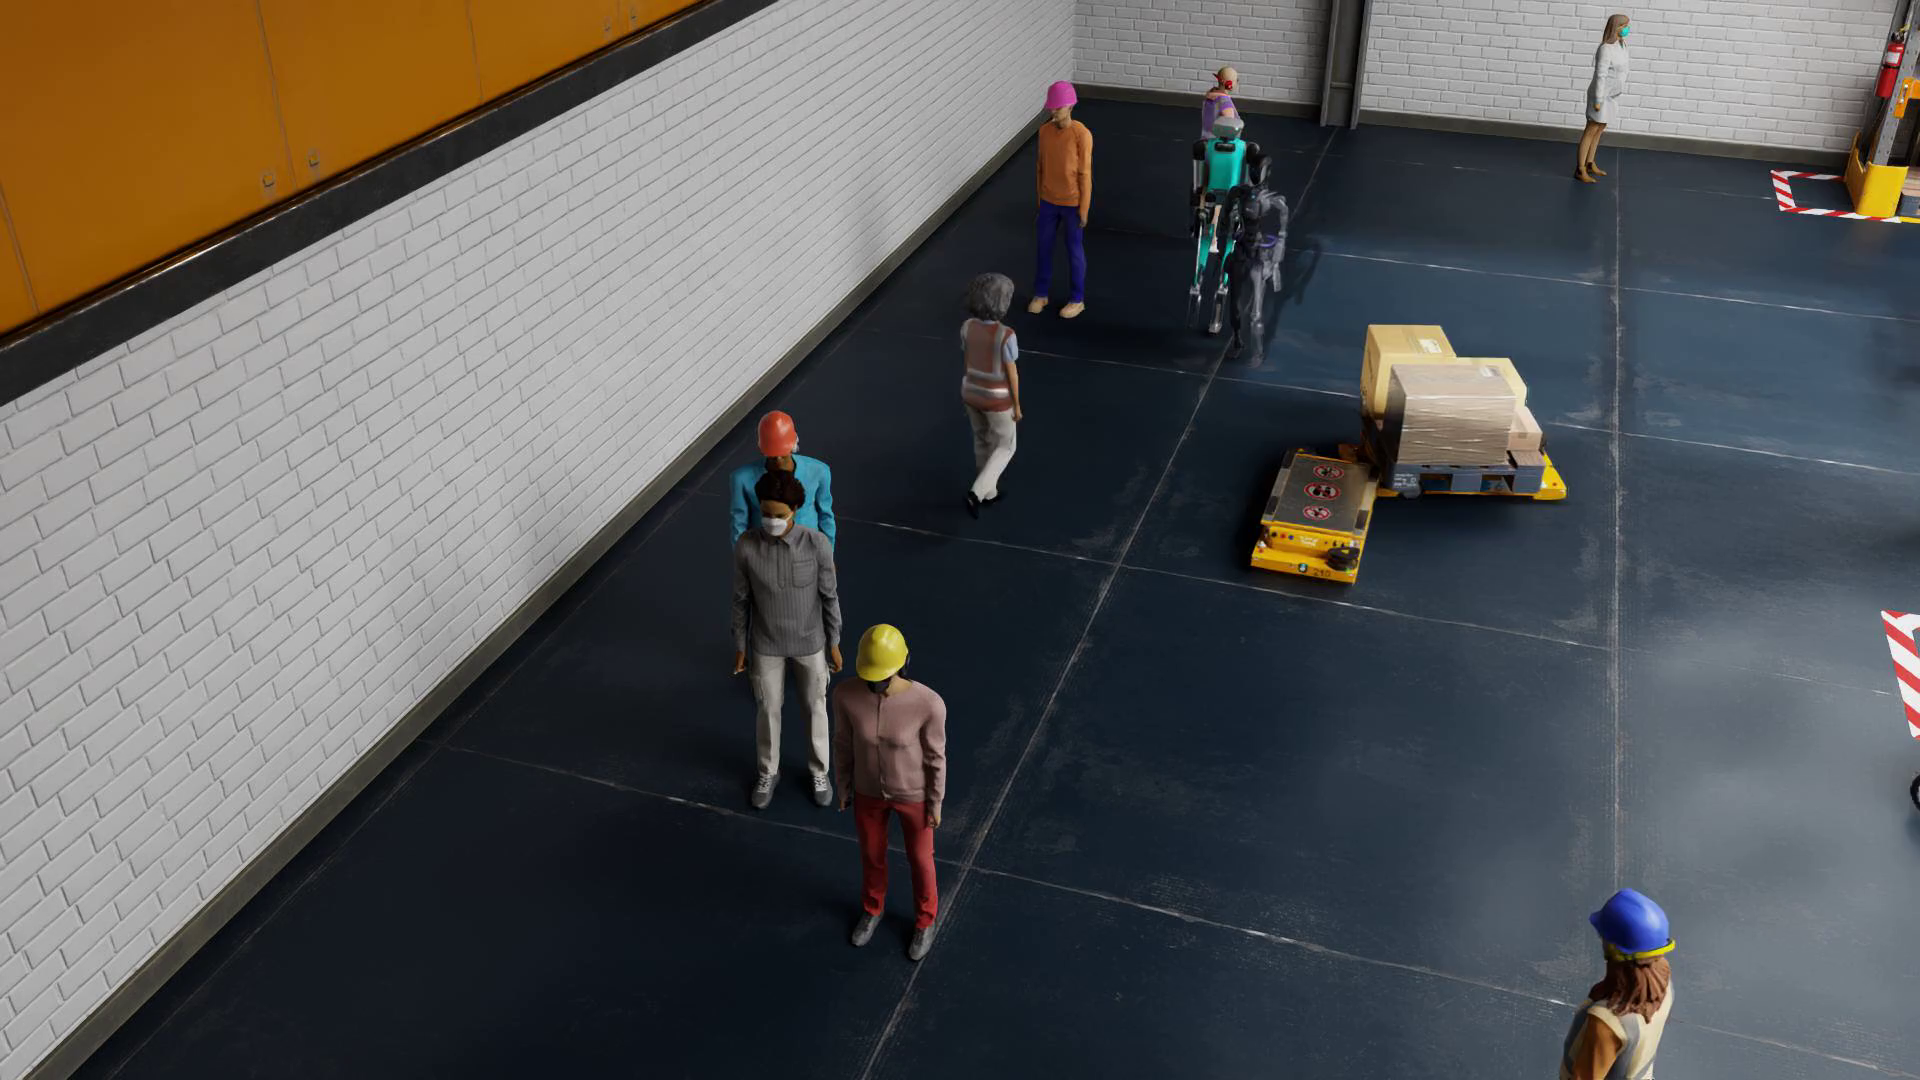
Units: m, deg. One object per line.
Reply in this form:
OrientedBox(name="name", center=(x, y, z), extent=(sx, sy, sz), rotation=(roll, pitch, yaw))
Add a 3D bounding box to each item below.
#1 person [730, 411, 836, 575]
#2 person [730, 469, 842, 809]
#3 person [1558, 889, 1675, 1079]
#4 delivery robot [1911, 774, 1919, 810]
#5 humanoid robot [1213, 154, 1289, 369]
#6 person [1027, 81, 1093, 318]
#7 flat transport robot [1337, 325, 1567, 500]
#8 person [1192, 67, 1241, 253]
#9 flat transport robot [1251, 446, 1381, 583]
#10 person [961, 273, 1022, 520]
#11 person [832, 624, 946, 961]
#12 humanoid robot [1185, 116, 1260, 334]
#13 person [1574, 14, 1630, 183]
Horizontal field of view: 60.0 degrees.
OrientedBox(name="person", center=(-0.946, 0.092, 9.004), extent=(0.571, 1.749, 0.342), rotation=(-6, 31, -10))
OrientedBox(name="person", center=(-0.850, 0.485, 8.193), extent=(0.545, 1.897, 0.377), rotation=(-1, 30, -1))
OrientedBox(name="person", center=(2.224, 1.949, 5.837), extent=(0.464, 1.766, 0.347), rotation=(-24, 38, -35))
OrientedBox(name="delivery robot", center=(5.251, 1.187, 8.307), extent=(0.499, 0.578, 0.764), rotation=(-26, 39, -37))
OrientedBox(name="humanoid robot", center=(2.235, -2.166, 12.912), extent=(0.589, 1.649, 0.413), rotation=(17, 34, 26))
OrientedBox(name="person", center=(0.839, -2.799, 13.710), extent=(0.516, 1.975, 0.401), rotation=(17, 35, 27))
OrientedBox(name="flat transport robot", center=(3.391, -0.519, 11.508), extent=(1.431, 0.231, 0.659), rotation=(1, 30, 2))
OrientedBox(name="person", center=(2.327, -3.446, 15.089), extent=(0.343, 1.687, 0.475), rotation=(-9, 32, -16))
OrientedBox(name="flat transport robot", center=(2.369, -0.188, 10.946), extent=(0.659, 0.231, 1.431), rotation=(10, 32, 16))
OrientedBox(name="person", center=(0.155, -0.897, 10.763), extent=(0.454, 1.666, 0.555), rotation=(20, 36, 31))
OrientedBox(name="person", center=(-0.308, 1.105, 7.278), extent=(0.516, 1.756, 0.339), rotation=(8, 31, 13))
OrientedBox(name="humanoid robot", center=(2.052, -2.408, 13.323), extent=(0.540, 1.850, 0.665), rotation=(9, 32, 15))
OrientedBox(name="person", center=(6.547, -4.482, 16.872), extent=(0.338, 1.660, 0.482), rotation=(23, 38, 34))
